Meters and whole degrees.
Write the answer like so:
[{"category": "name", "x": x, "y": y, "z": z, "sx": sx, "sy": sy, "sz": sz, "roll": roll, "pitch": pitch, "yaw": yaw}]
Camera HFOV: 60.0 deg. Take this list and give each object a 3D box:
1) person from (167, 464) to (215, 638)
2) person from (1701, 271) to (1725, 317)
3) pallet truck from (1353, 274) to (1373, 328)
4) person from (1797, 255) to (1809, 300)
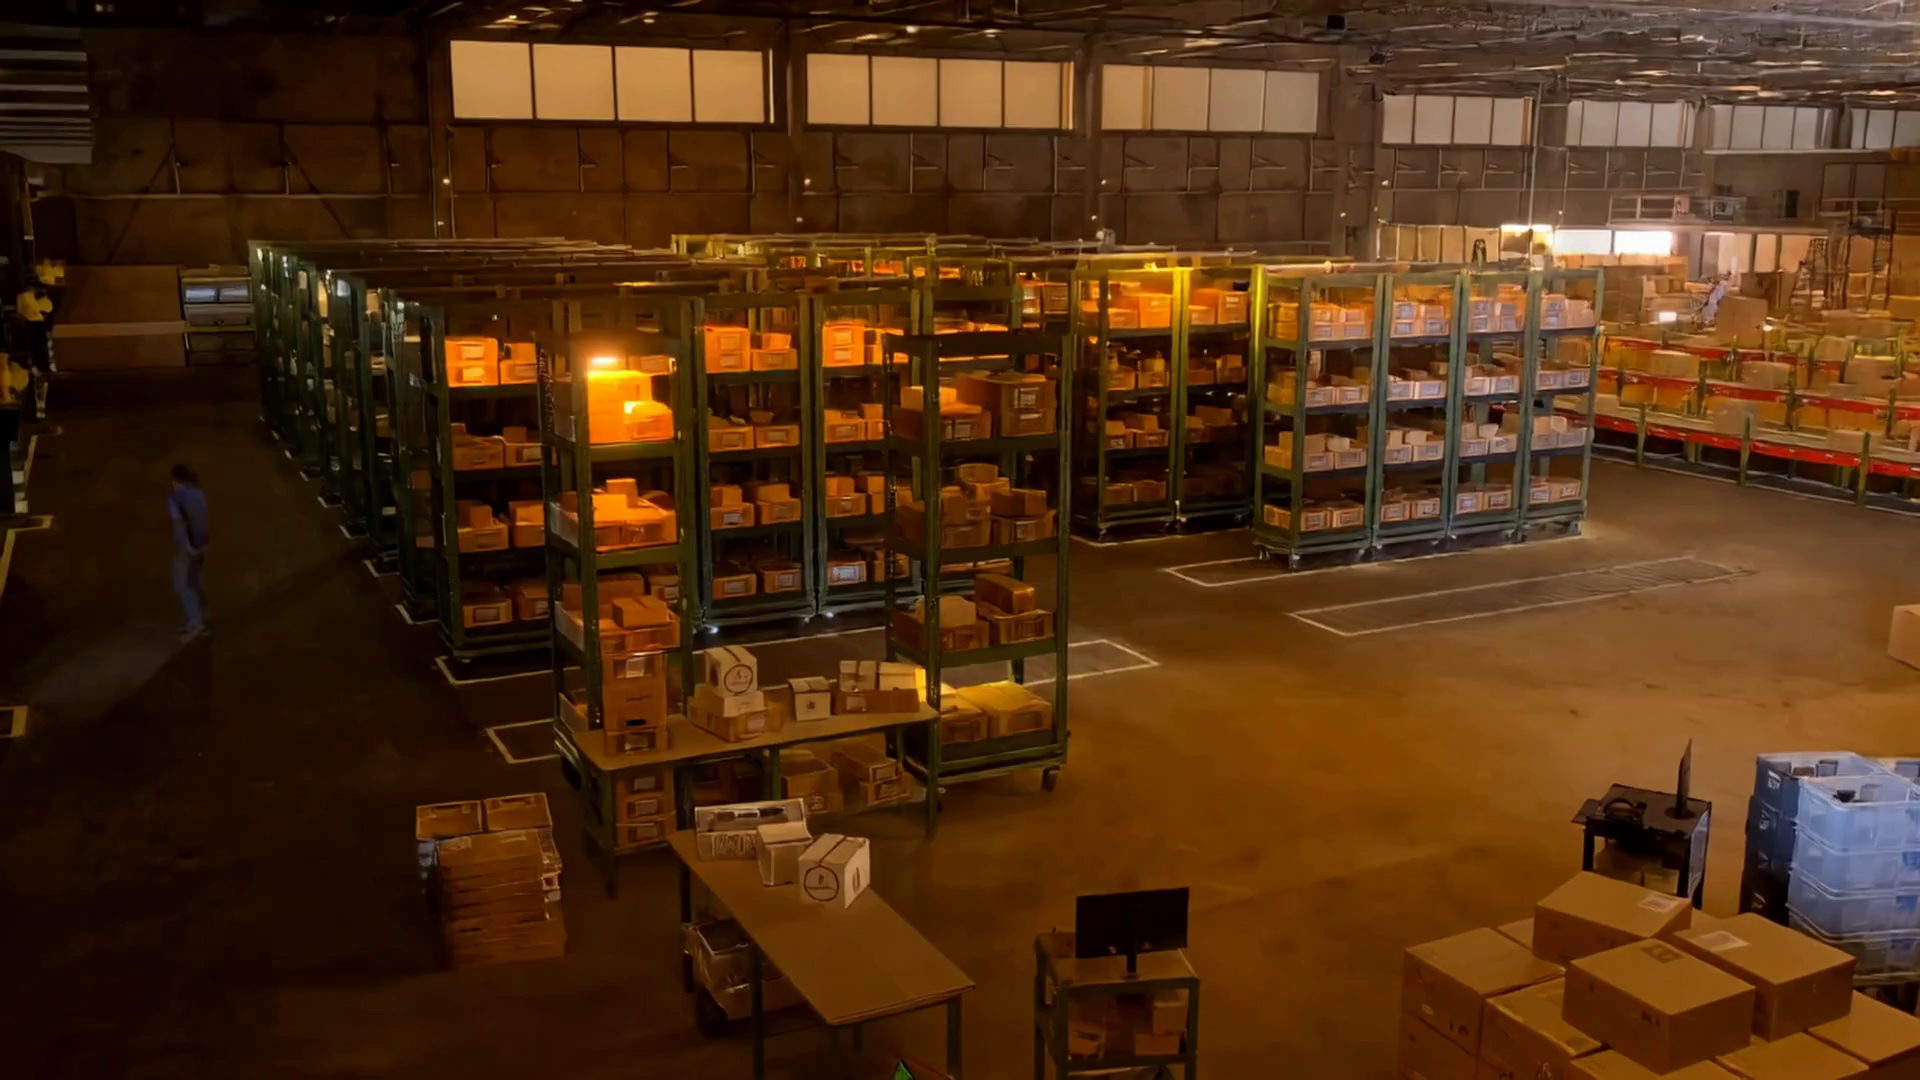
[{"category": "person", "x": -8.112, "y": 0.106, "z": 17.552, "sx": 0.448, "sy": 1.804, "sz": 0.686, "roll": 1, "pitch": 12, "yaw": 7}, {"category": "person", "x": 23.659, "y": -7.401, "z": 52.153, "sx": 0.822, "sy": 2.021, "sz": 0.668, "roll": -7, "pitch": 14, "yaw": -29}, {"category": "pallet truck", "x": 13.011, "y": -8.050, "z": 55.243, "sx": 0.823, "sy": 1.965, "sz": 1.885, "roll": -7, "pitch": 14, "yaw": -28}, {"category": "person", "x": 34.684, "y": -10.845, "z": 68.699, "sx": 0.598, "sy": 1.830, "sz": 0.976, "roll": -5, "pitch": 13, "yaw": -21}]
